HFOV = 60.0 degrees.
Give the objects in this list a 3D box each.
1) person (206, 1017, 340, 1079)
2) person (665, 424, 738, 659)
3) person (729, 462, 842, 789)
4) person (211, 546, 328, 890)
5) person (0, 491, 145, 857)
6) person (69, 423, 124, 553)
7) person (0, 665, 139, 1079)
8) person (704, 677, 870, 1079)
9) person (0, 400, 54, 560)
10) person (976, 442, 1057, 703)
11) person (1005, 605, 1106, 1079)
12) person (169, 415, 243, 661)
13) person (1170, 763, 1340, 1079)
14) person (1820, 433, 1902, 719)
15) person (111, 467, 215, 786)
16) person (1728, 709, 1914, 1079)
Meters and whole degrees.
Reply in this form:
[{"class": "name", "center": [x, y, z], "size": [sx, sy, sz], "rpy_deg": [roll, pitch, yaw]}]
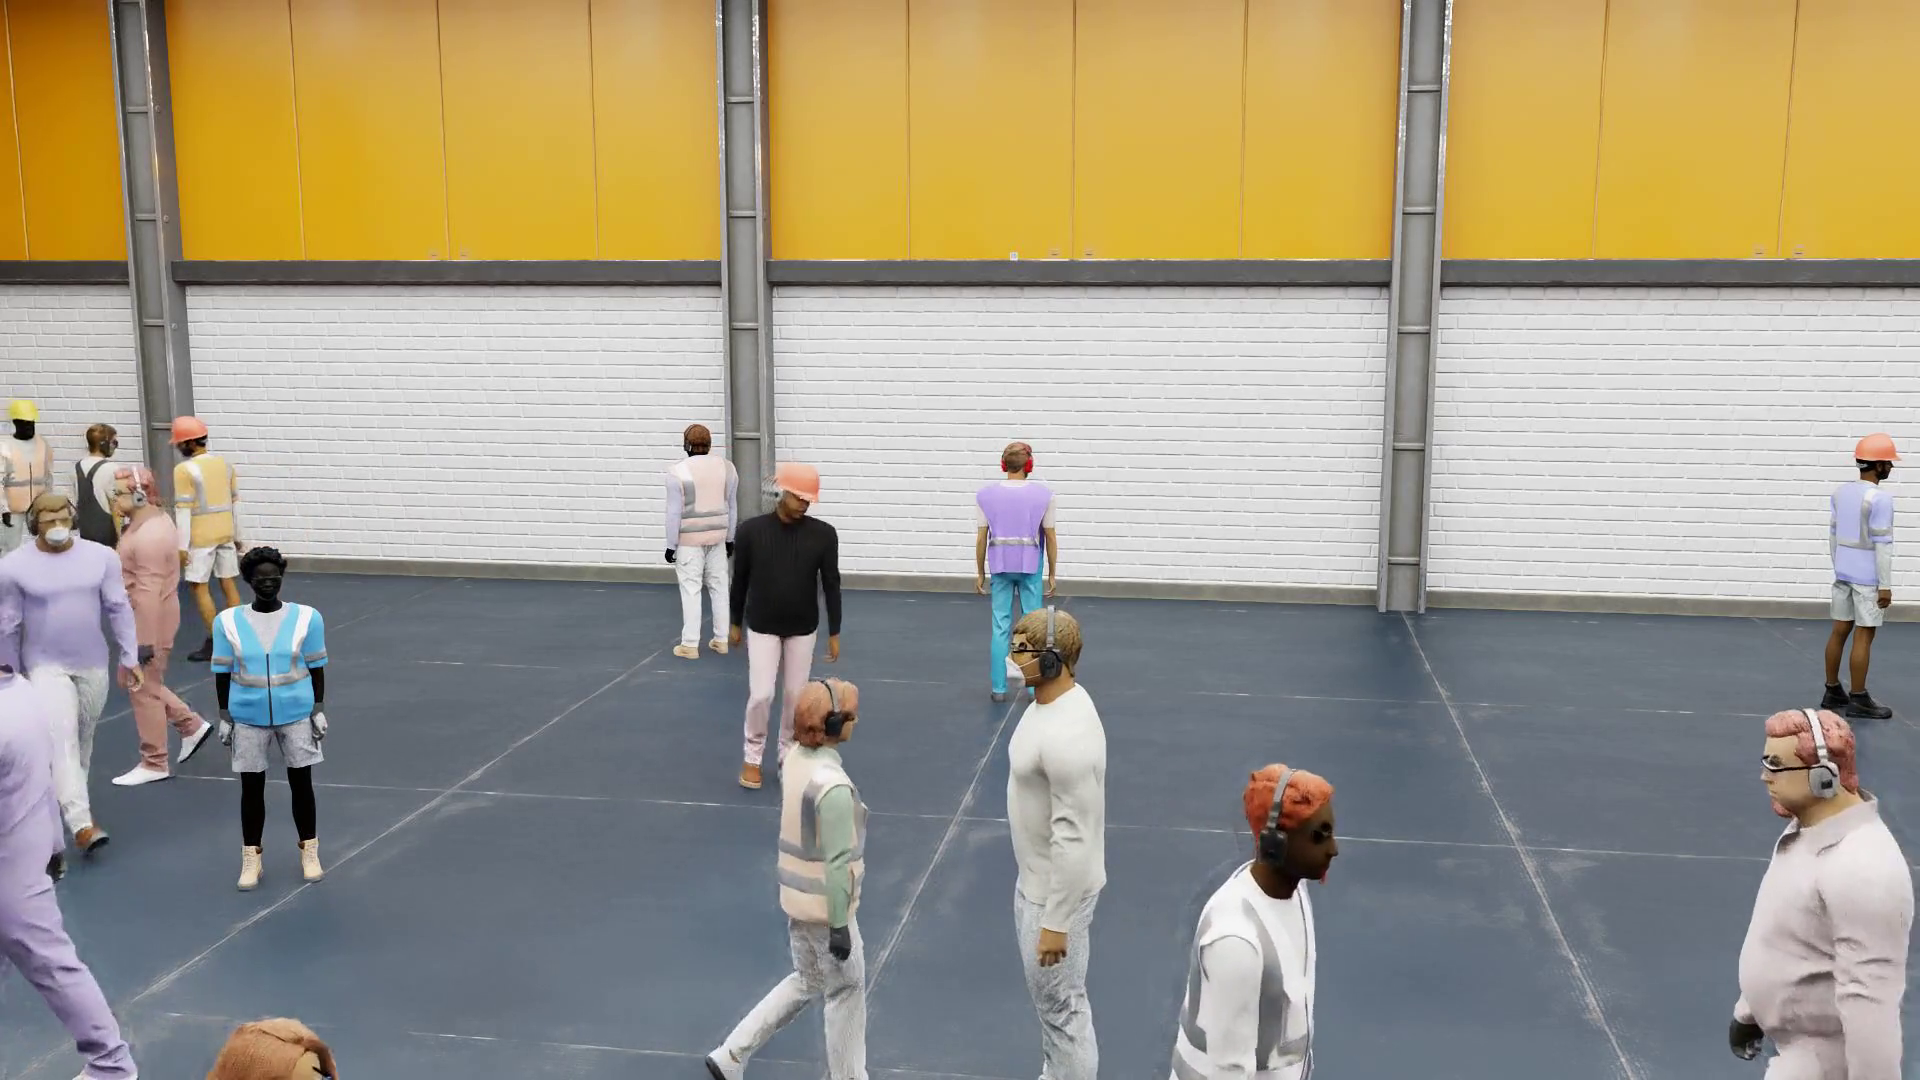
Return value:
[{"class": "person", "center": [-1.362, 1.704, 3.270], "size": [0.420, 1.618, 0.509], "rpy_deg": [3, 10, 16]}, {"class": "person", "center": [-2.047, 0.006, 13.074], "size": [0.633, 1.842, 0.429], "rpy_deg": [-7, 12, -38]}, {"class": "person", "center": [-1.006, 0.503, 9.664], "size": [0.638, 1.947, 0.576], "rpy_deg": [-2, 9, -11]}, {"class": "person", "center": [-3.387, 0.867, 8.199], "size": [0.535, 1.700, 0.318], "rpy_deg": [-3, 10, -20]}, {"class": "person", "center": [-4.670, 0.683, 8.758], "size": [1.014, 1.884, 0.635], "rpy_deg": [9, 13, 43]}, {"class": "person", "center": [-6.877, -0.026, 13.336], "size": [0.529, 1.815, 0.633], "rpy_deg": [3, 10, 16]}, {"class": "person", "center": [-3.495, 1.158, 5.908], "size": [1.014, 1.852, 0.670], "rpy_deg": [-3, 10, -18]}, {"class": "person", "center": [-0.552, 1.289, 5.857], "size": [0.600, 1.626, 0.523], "rpy_deg": [-4, 10, -23]}, {"class": "person", "center": [-8.490, -0.336, 15.101], "size": [1.004, 1.878, 0.592], "rpy_deg": [7, 12, 37]}, {"class": "person", "center": [0.391, 0.237, 11.642], "size": [0.567, 1.841, 0.377], "rpy_deg": [1, 9, 7]}, {"class": "person", "center": [0.303, 1.172, 5.584], "size": [0.364, 1.939, 0.636], "rpy_deg": [0, 9, -3]}, {"class": "person", "center": [-5.902, -0.018, 13.019], "size": [0.438, 1.919, 0.576], "rpy_deg": [4, 10, 22]}, {"class": "person", "center": [0.705, 1.446, 4.263], "size": [1.037, 1.824, 0.586], "rpy_deg": [5, 11, 29]}, {"class": "person", "center": [6.158, 0.239, 11.331], "size": [0.361, 1.940, 0.543], "rpy_deg": [-1, 9, -8]}, {"class": "person", "center": [-4.804, 0.501, 9.858], "size": [0.469, 1.890, 0.676], "rpy_deg": [-4, 10, -22]}, {"class": "person", "center": [2.230, 1.373, 4.555], "size": [0.907, 1.861, 0.673], "rpy_deg": [4, 10, 21]}]
